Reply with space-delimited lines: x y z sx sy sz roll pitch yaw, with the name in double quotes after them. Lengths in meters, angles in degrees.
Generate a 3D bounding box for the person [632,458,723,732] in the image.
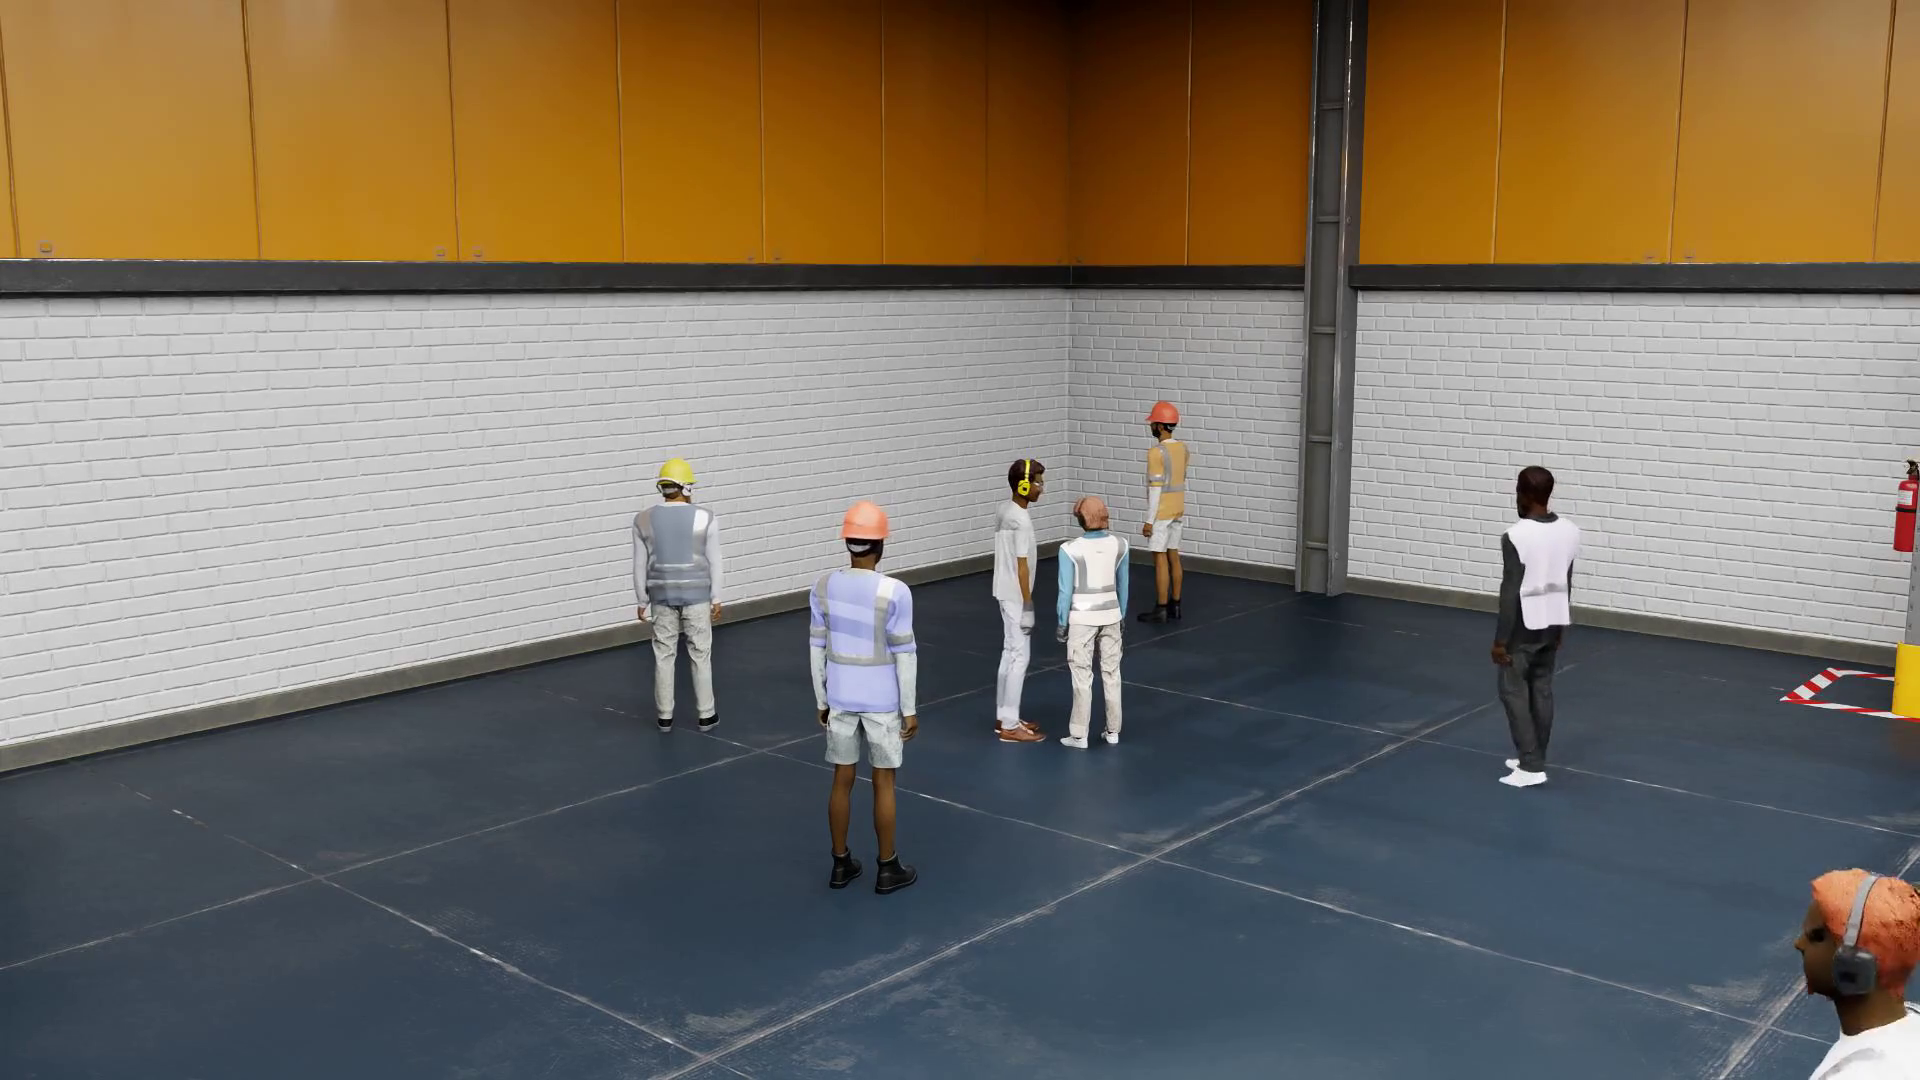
-1.863 0.371 11.060 0.587 1.826 0.404 0 9 -1 "person"

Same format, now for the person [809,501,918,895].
-0.457 0.774 8.185 0.551 1.934 0.362 4 10 21 "person"

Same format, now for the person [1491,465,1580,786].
3.406 0.512 9.923 0.594 1.926 0.431 -5 10 -29 "person"

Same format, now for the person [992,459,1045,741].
0.392 0.395 10.836 0.347 1.852 0.532 -2 9 -13 "person"

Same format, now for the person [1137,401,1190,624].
1.765 -0.235 14.549 0.386 1.939 0.550 7 11 36 "person"

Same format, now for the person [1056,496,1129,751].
0.851 0.532 10.639 0.510 1.639 0.308 -4 10 -24 "person"

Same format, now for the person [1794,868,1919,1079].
1.766 1.570 3.377 0.495 1.867 0.615 9 13 44 "person"
